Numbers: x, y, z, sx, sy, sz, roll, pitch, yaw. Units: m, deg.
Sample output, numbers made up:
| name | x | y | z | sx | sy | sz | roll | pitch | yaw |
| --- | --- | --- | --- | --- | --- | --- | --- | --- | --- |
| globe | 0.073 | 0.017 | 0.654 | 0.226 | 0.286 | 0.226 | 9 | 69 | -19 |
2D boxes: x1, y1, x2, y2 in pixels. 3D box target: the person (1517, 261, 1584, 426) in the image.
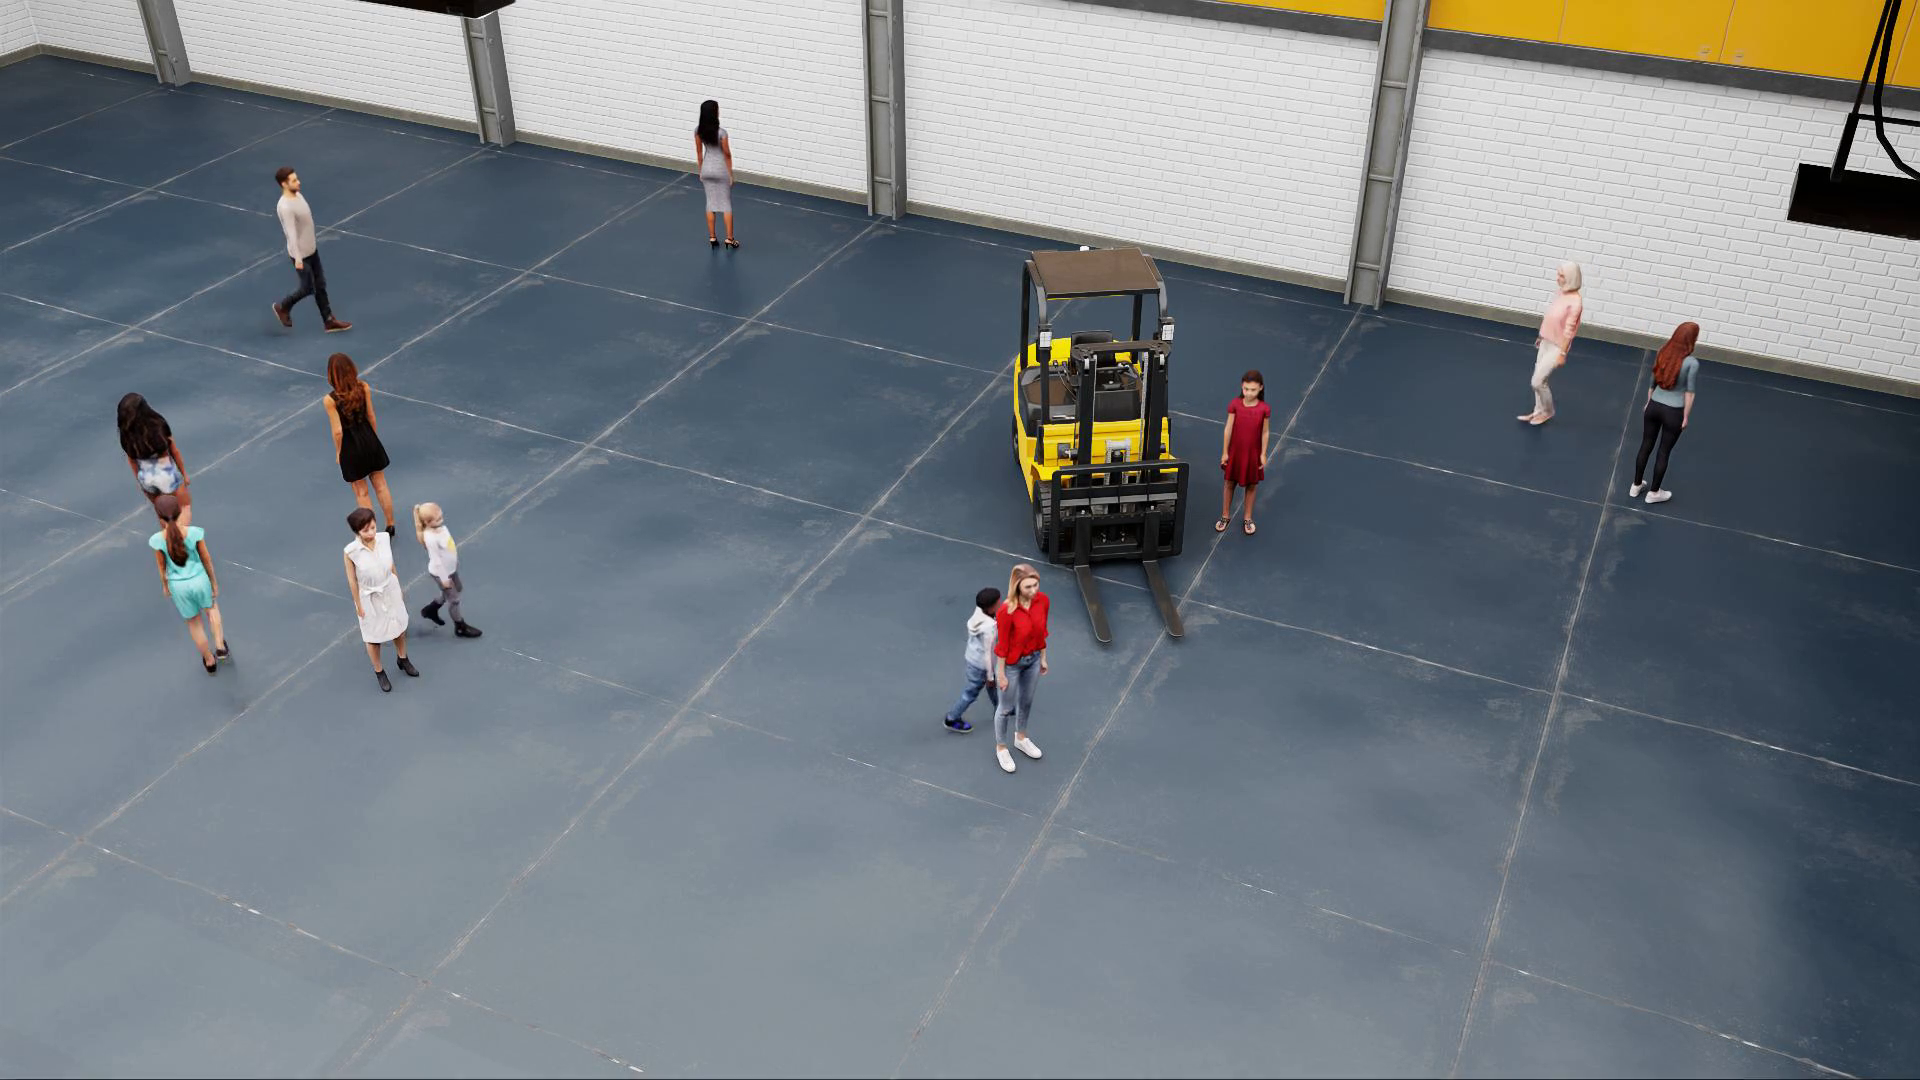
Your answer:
| name | x | y | z | sx | sy | sz | roll | pitch | yaw |
| --- | --- | --- | --- | --- | --- | --- | --- | --- | --- |
| person | 5.738 | -1.852 | 15.856 | 0.741 | 1.715 | 0.720 | -1 | 34 | -1 |

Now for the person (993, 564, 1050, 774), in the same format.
| name | x | y | z | sx | sy | sz | roll | pitch | yaw |
| --- | --- | --- | --- | --- | --- | --- | --- | --- | --- |
| person | 0.424 | 0.869 | 11.772 | 0.688 | 1.704 | 0.686 | -21 | 39 | -28 |

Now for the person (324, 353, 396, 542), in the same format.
| name | x | y | z | sx | sy | sz | roll | pitch | yaw |
| --- | --- | --- | --- | --- | --- | --- | --- | --- | --- |
| person | -5.083 | -0.751 | 14.091 | 0.610 | 1.835 | 0.633 | 26 | 41 | 33 |

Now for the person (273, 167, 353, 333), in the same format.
| name | x | y | z | sx | sy | sz | roll | pitch | yaw |
| --- | --- | --- | --- | --- | --- | --- | --- | --- | --- |
| person | -6.980 | -3.020 | 17.489 | 1.127 | 1.853 | 0.948 | -2 | 34 | -2 |

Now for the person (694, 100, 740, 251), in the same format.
| name | x | y | z | sx | sy | sz | roll | pitch | yaw |
| --- | --- | --- | --- | --- | --- | --- | --- | --- | --- |
| person | -2.848 | -4.247 | 19.399 | 0.496 | 1.780 | 0.662 | 10 | 35 | 14 |

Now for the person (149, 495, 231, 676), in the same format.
| name | x | y | z | sx | sy | sz | roll | pitch | yaw |
| --- | --- | --- | --- | --- | --- | --- | --- | --- | --- |
| person | -5.853 | 0.373 | 12.661 | 0.669 | 1.546 | 0.718 | -18 | 38 | -25 |

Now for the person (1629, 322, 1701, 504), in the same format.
| name | x | y | z | sx | sy | sz | roll | pitch | yaw |
| --- | --- | --- | --- | --- | --- | --- | --- | --- | --- |
| person | 6.259 | -1.135 | 14.752 | 0.728 | 1.742 | 0.636 | -20 | 39 | -27 |

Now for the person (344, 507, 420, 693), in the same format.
| name | x | y | z | sx | sy | sz | roll | pitch | yaw |
| --- | --- | --- | --- | --- | --- | --- | --- | --- | --- |
| person | -4.402 | 0.424 | 12.576 | 0.604 | 1.555 | 0.613 | 26 | 42 | 34 |

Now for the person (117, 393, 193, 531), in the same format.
| name | x | y | z | sx | sy | sz | roll | pitch | yaw |
| --- | --- | --- | --- | --- | --- | --- | --- | --- | --- |
| person | -6.657 | -0.455 | 13.846 | 0.783 | 1.612 | 0.827 | -6 | 34 | -9 |

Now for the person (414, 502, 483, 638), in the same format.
| name | x | y | z | sx | sy | sz | roll | pitch | yaw |
| --- | --- | --- | --- | --- | --- | --- | --- | --- | --- |
| person | -4.127 | 0.241 | 13.111 | 0.791 | 1.269 | 0.660 | -3 | 34 | -4 |

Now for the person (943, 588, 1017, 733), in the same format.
| name | x | y | z | sx | sy | sz | roll | pitch | yaw |
| --- | --- | --- | --- | --- | --- | --- | --- | --- | --- |
| person | 0.104 | 0.885 | 12.179 | 0.901 | 1.227 | 0.761 | -4 | 34 | -6 |

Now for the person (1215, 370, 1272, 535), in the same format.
| name | x | y | z | sx | sy | sz | roll | pitch | yaw |
| --- | --- | --- | --- | --- | --- | --- | --- | --- | --- |
| person | 2.469 | -0.779 | 14.387 | 0.611 | 1.553 | 0.675 | 6 | 34 | 8 |
